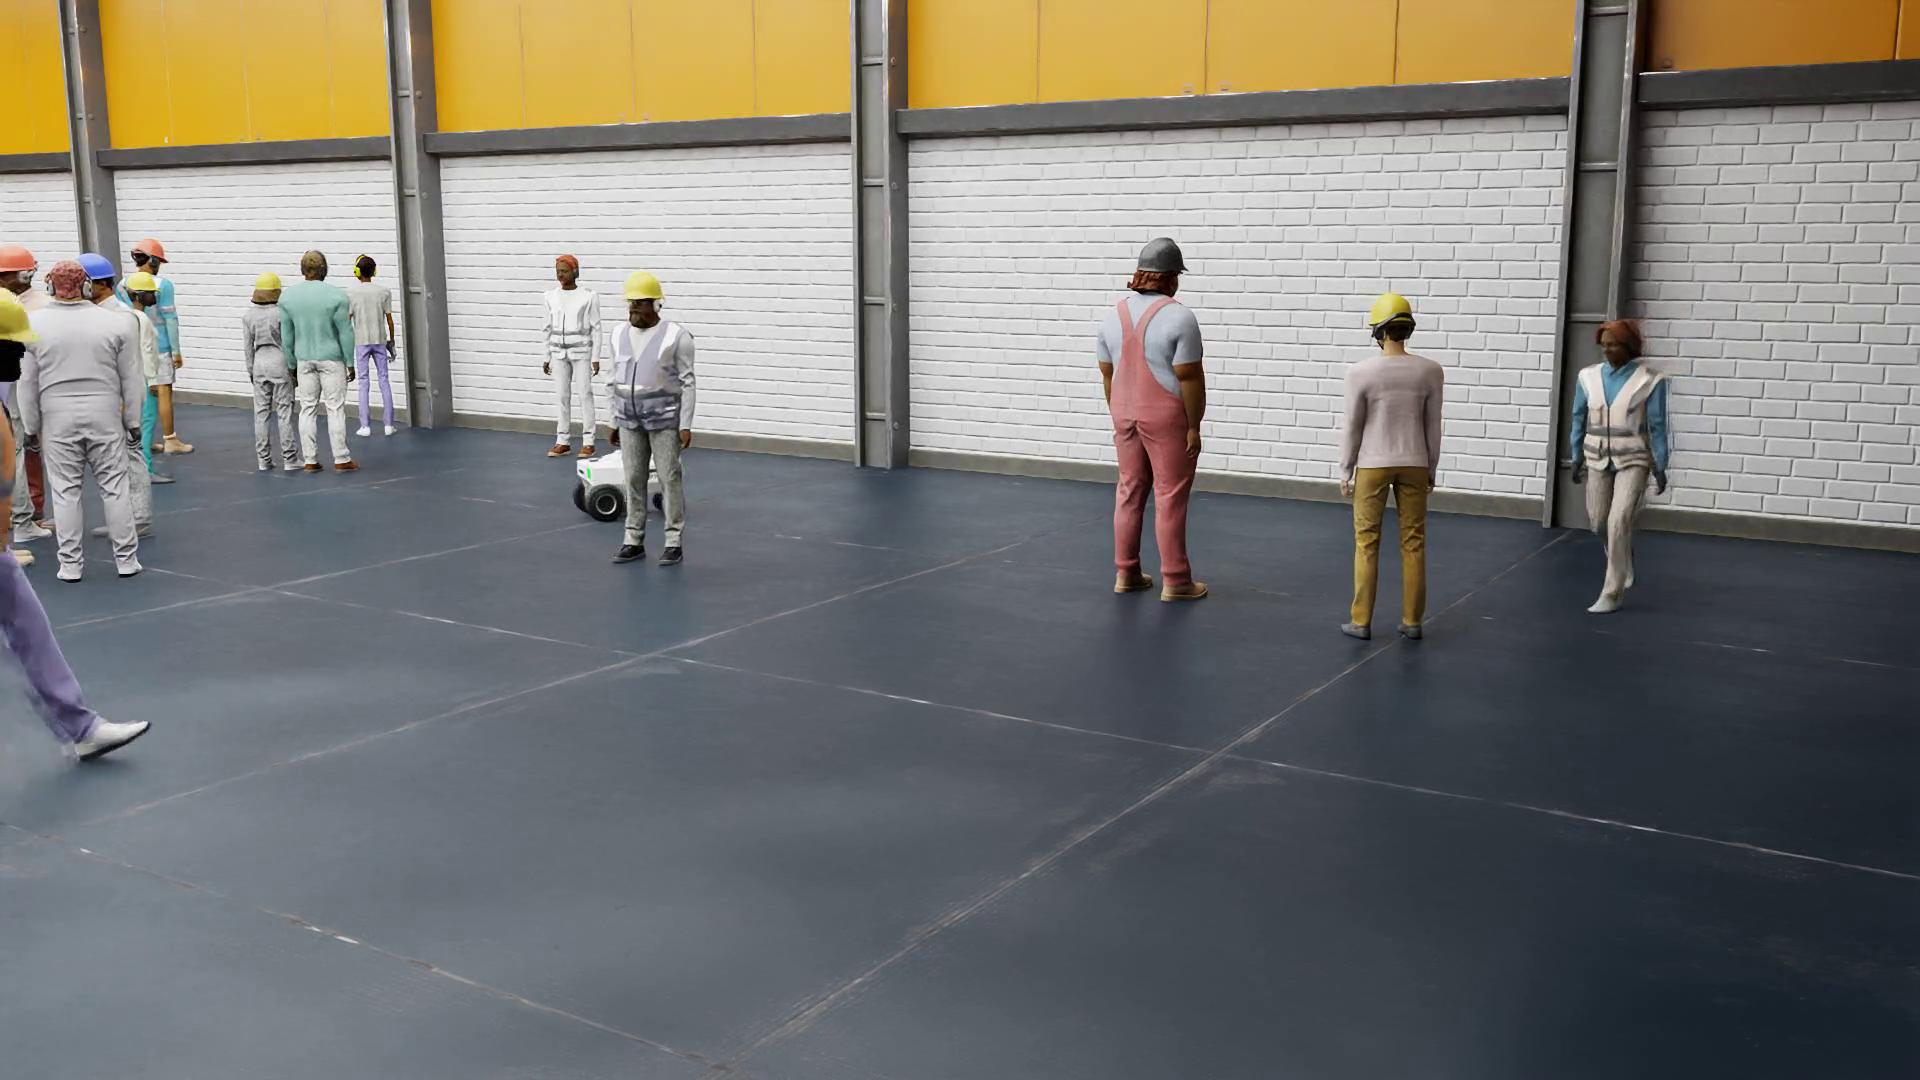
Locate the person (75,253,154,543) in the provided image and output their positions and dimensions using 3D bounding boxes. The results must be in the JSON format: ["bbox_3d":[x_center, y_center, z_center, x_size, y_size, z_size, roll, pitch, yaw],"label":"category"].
[{"bbox_3d":[-5.713,-0.950,11.206,0.618,1.933,0.420,8,13,39],"label":"person"}]

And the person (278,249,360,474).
[{"bbox_3d":[-5.541,-1.533,14.410,0.630,1.940,0.372,0,10,2],"label":"person"}]

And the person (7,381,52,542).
[{"bbox_3d":[-6.474,-0.931,11.118,0.593,1.922,0.391,0,10,-2],"label":"person"}]

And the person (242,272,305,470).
[{"bbox_3d":[-6.049,-1.484,14.677,0.493,1.743,0.295,2,10,8],"label":"person"}]

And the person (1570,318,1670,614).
[{"bbox_3d":[3.672,-0.426,9.200,0.711,1.607,0.545,-9,14,-42],"label":"person"}]

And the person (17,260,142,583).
[{"bbox_3d":[-5.225,-0.702,9.896,0.652,1.906,0.402,-6,12,-30],"label":"person"}]

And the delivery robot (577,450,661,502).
[{"bbox_3d":[-2.430,-0.492,12.213,0.707,0.478,0.477,-5,11,-25],"label":"delivery robot"}]

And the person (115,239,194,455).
[{"bbox_3d":[-7.600,-1.811,15.689,0.608,2.032,0.404,3,11,15],"label":"person"}]

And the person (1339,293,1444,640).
[{"bbox_3d":[2.169,-0.362,8.429,0.525,1.761,0.339,-1,10,-3],"label":"person"}]

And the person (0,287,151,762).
[{"bbox_3d":[-3.682,-0.009,6.200,1.038,1.852,0.650,-4,11,-22],"label":"person"}]

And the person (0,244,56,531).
[{"bbox_3d":[-6.472,-1.050,11.581,0.616,1.990,0.393,3,11,18],"label":"person"}]

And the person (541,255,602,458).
[{"bbox_3d":[-3.623,-1.704,15.505,0.584,1.882,0.344,2,10,13],"label":"person"}]

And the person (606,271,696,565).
[{"bbox_3d":[-1.939,-0.752,10.371,0.592,1.832,0.404,3,11,17],"label":"person"}]

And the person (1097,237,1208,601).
[{"bbox_3d":[1.139,-0.686,9.434,0.537,2.000,0.679,-10,14,-43],"label":"person"}]

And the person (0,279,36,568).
[{"bbox_3d":[-5.970,-0.724,10.223,0.347,1.836,0.518,-8,13,-37],"label":"person"}]

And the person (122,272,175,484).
[{"bbox_3d":[-6.784,-1.344,13.869,0.333,1.761,0.528,-7,12,-33],"label":"person"}]

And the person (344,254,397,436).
[{"bbox_3d":[-6.118,-2.013,17.250,0.514,1.875,0.328,-5,11,-26],"label":"person"}]
